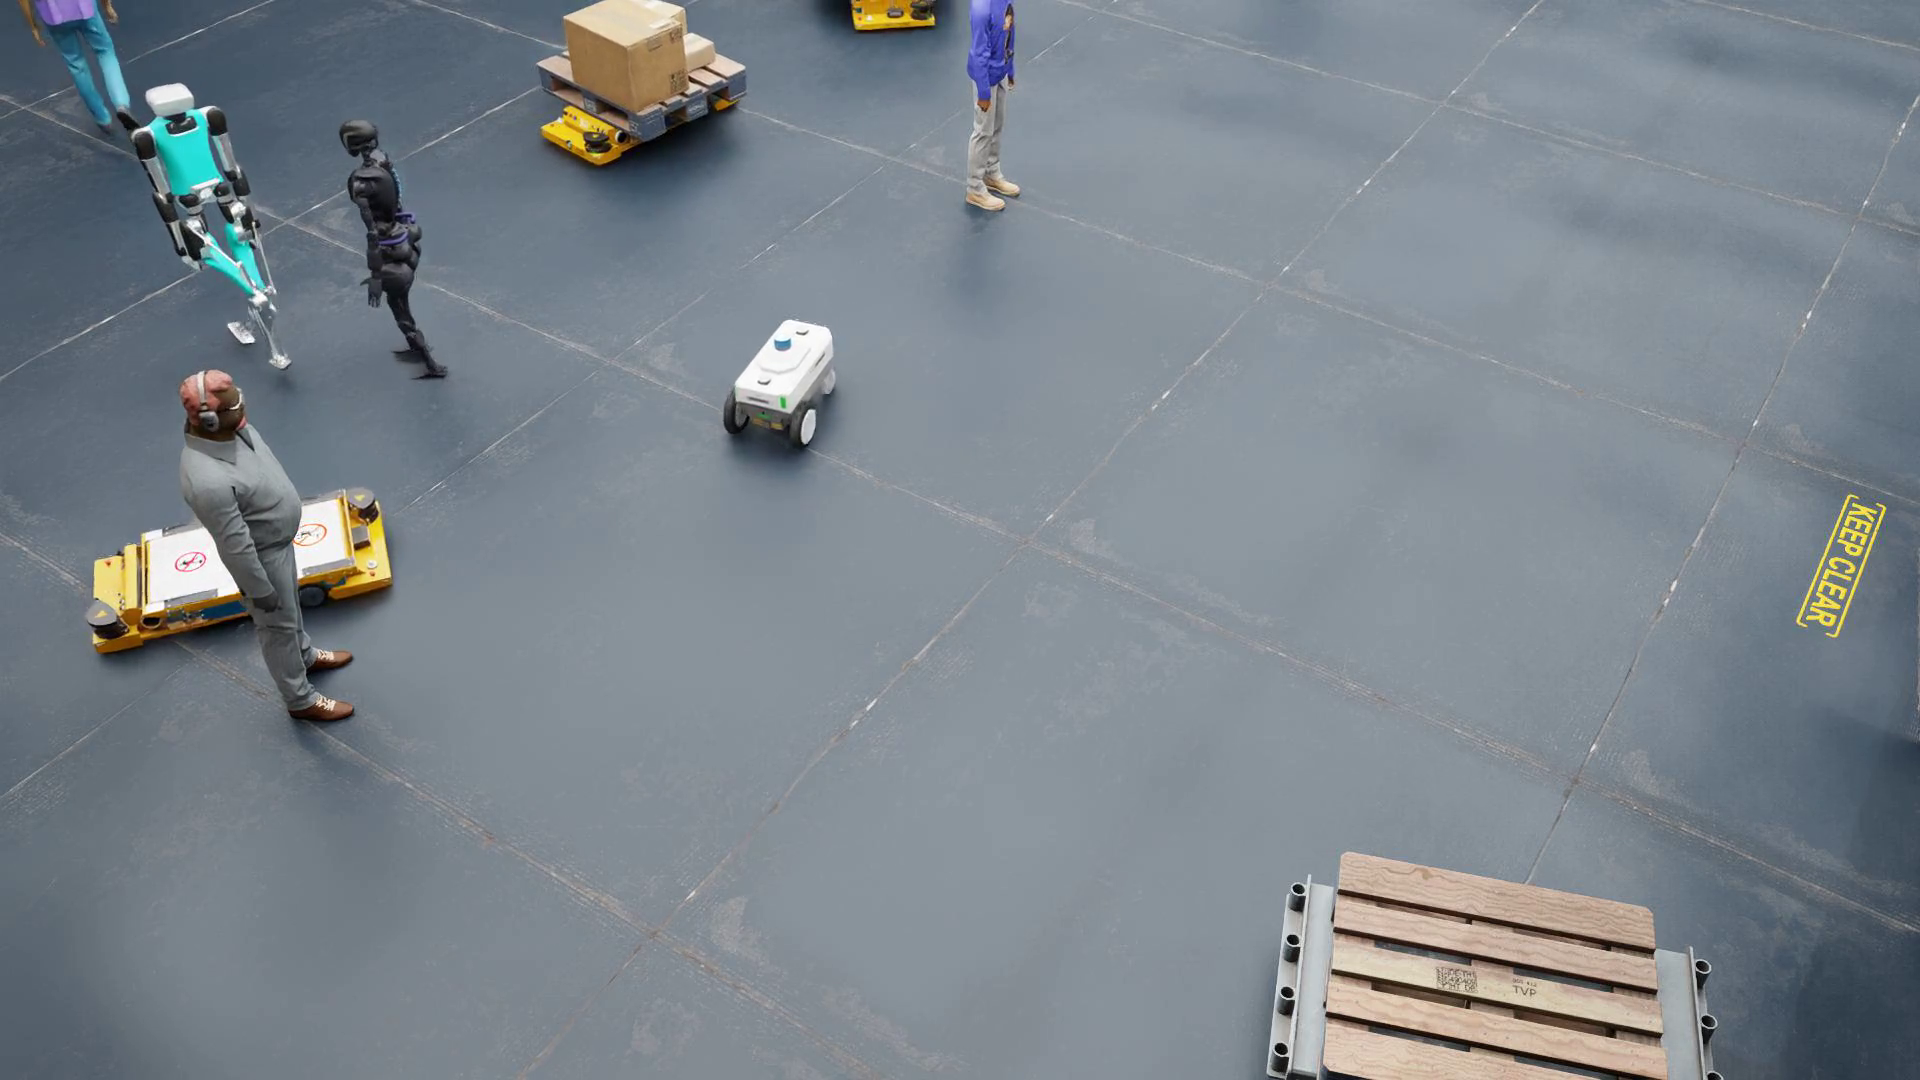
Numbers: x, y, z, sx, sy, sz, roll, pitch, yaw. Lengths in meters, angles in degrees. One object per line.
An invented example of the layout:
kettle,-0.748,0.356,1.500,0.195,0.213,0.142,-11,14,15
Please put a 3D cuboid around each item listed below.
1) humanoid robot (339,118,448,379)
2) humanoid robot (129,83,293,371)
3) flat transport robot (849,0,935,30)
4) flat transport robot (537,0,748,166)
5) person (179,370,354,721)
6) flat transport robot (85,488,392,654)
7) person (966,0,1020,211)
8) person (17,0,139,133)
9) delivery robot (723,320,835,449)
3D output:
humanoid robot,-3.300,-1.645,9.567,0.377,1.656,0.615,0,42,0
humanoid robot,-4.186,-1.692,9.615,1.026,1.764,0.538,33,52,32
flat transport robot,-0.629,-4.696,14.034,0.659,0.231,1.431,-6,42,-6
flat transport robot,-2.349,-3.226,12.389,0.659,0.231,1.431,31,50,30
person,-3.140,0.031,7.518,0.412,1.906,0.647,-10,43,-11
flat transport robot,-3.727,0.142,8.620,1.431,0.231,0.659,-14,44,-15
person,0.238,-3.076,11.032,0.378,1.866,0.451,16,44,17
person,-6.287,-3.709,11.755,0.599,1.830,0.494,-23,47,-24
delivery robot,-1.016,-0.917,9.599,0.499,0.606,0.796,14,44,15
